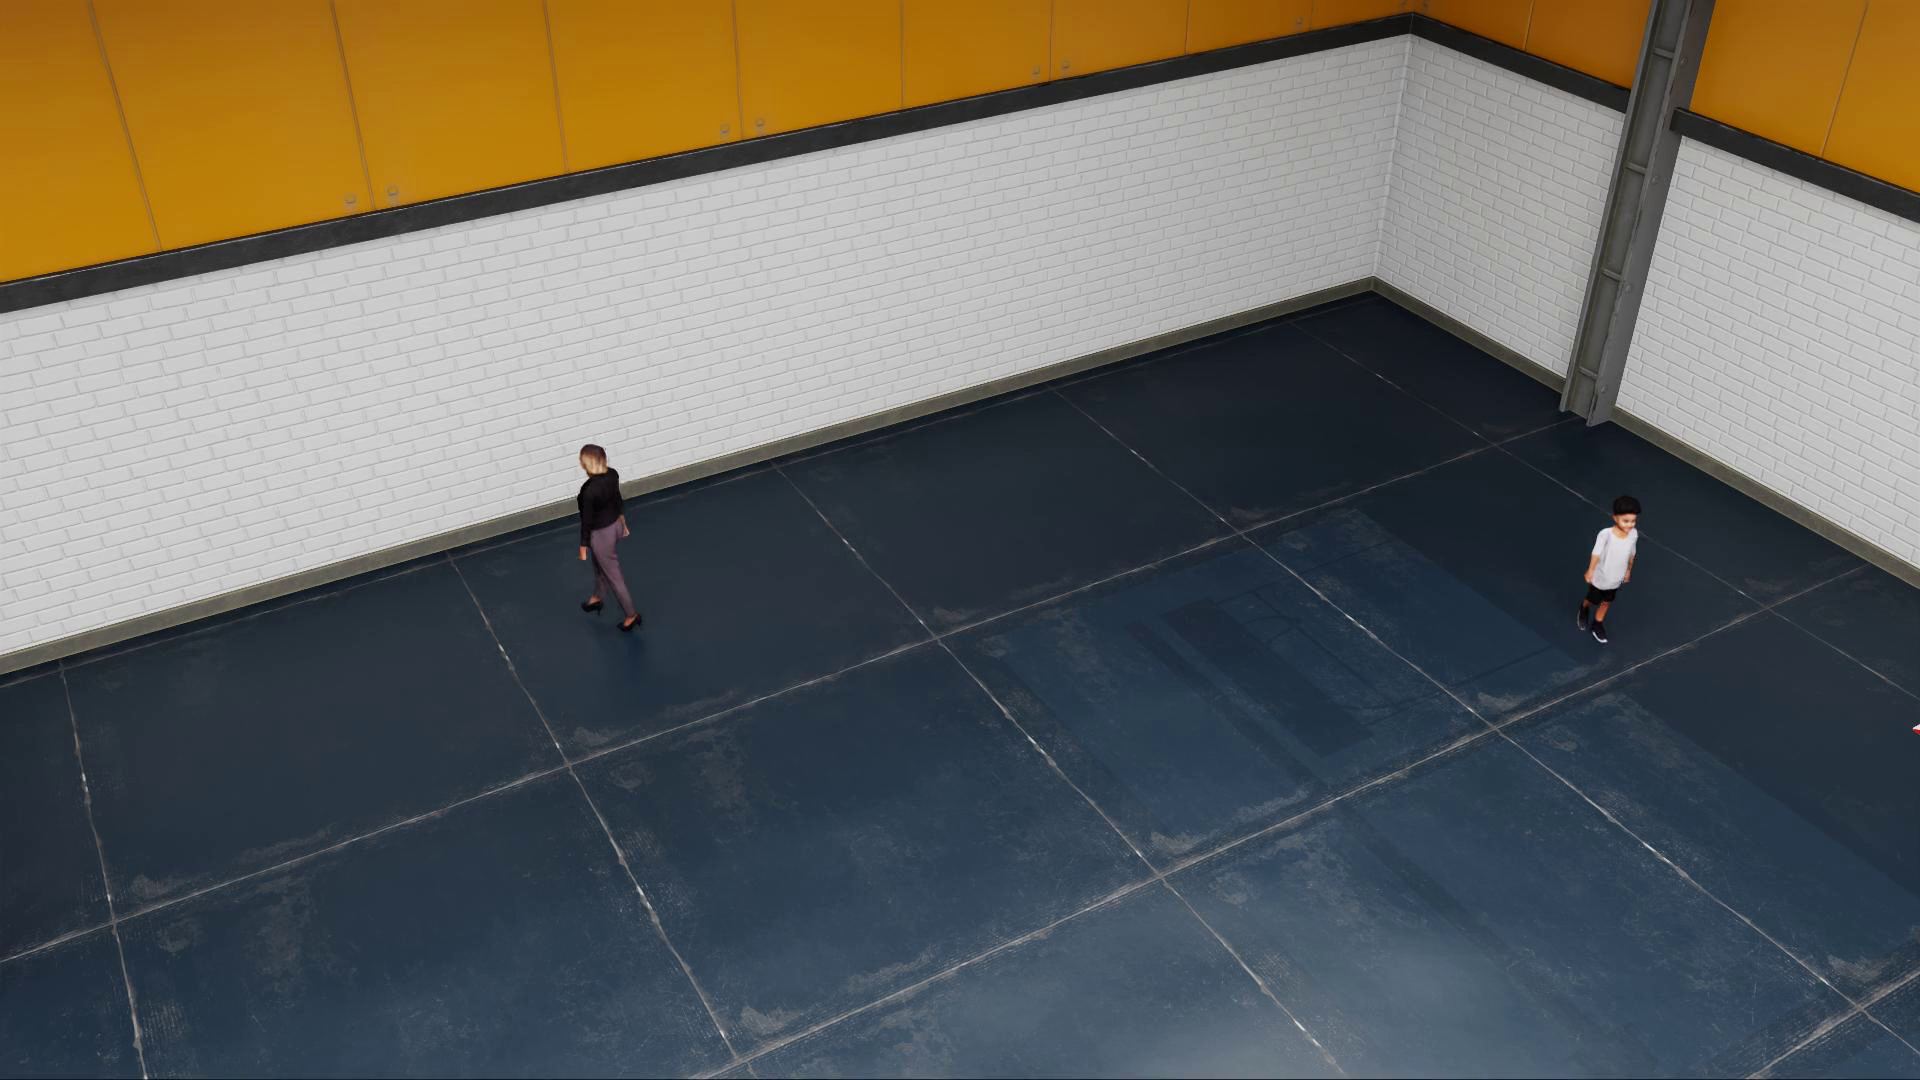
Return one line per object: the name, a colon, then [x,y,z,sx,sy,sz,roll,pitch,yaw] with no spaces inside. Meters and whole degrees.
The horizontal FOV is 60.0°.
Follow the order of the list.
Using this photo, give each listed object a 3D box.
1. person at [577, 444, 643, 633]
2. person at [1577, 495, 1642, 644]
person: [-2.627,0.019,12.705,0.946,1.653,0.881,9,35,14]
person: [4.985,0.182,12.819,0.613,1.254,0.672,-2,34,-3]
